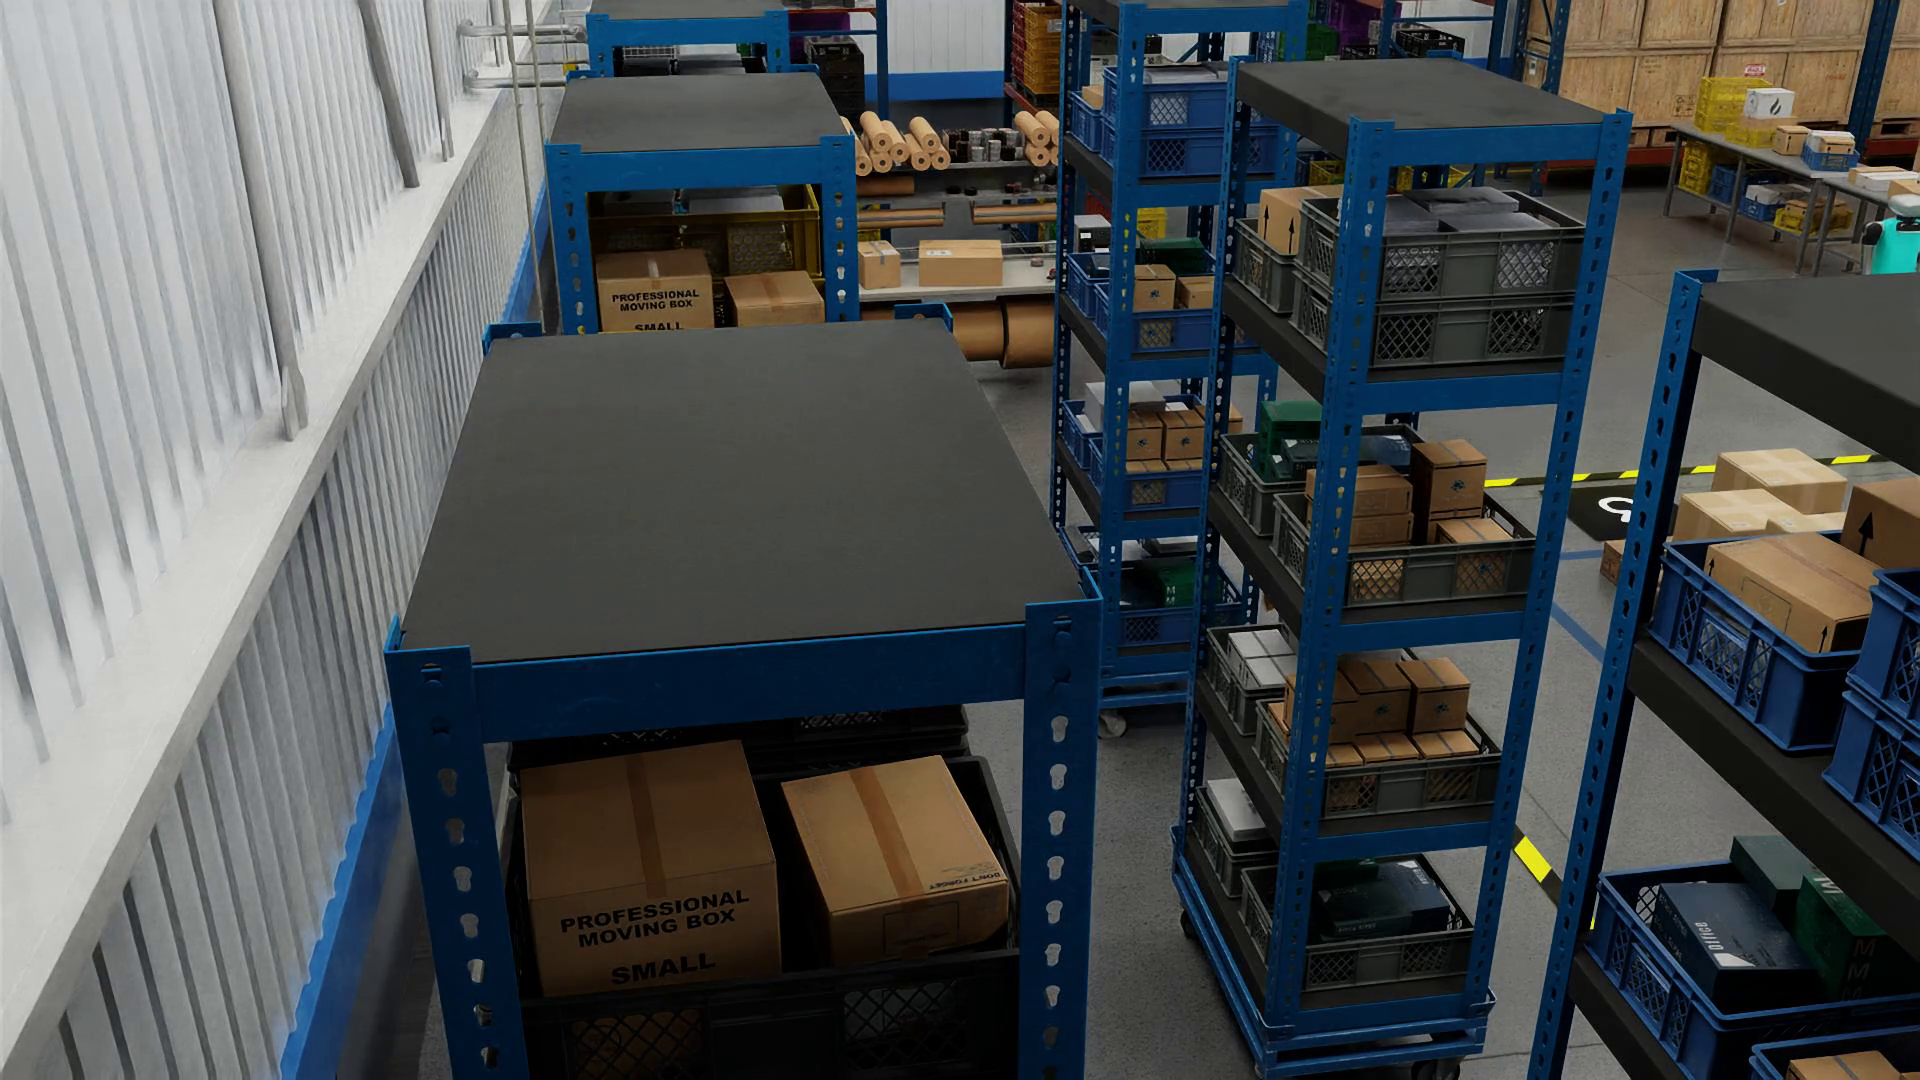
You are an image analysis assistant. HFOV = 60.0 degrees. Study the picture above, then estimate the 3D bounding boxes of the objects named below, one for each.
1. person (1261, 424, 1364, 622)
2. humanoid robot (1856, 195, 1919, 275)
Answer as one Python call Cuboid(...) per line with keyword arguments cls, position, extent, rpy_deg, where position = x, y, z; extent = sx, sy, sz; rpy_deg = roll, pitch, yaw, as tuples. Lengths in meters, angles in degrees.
Cuboid(cls="person", position=(1.734, 0.191, 7.987), extent=(0.596, 1.852, 0.359), rpy_deg=(-2, 25, -4))
Cuboid(cls="humanoid robot", position=(6.638, -1.541, 11.736), extent=(0.533, 1.672, 0.735), rpy_deg=(0, 25, 0))
